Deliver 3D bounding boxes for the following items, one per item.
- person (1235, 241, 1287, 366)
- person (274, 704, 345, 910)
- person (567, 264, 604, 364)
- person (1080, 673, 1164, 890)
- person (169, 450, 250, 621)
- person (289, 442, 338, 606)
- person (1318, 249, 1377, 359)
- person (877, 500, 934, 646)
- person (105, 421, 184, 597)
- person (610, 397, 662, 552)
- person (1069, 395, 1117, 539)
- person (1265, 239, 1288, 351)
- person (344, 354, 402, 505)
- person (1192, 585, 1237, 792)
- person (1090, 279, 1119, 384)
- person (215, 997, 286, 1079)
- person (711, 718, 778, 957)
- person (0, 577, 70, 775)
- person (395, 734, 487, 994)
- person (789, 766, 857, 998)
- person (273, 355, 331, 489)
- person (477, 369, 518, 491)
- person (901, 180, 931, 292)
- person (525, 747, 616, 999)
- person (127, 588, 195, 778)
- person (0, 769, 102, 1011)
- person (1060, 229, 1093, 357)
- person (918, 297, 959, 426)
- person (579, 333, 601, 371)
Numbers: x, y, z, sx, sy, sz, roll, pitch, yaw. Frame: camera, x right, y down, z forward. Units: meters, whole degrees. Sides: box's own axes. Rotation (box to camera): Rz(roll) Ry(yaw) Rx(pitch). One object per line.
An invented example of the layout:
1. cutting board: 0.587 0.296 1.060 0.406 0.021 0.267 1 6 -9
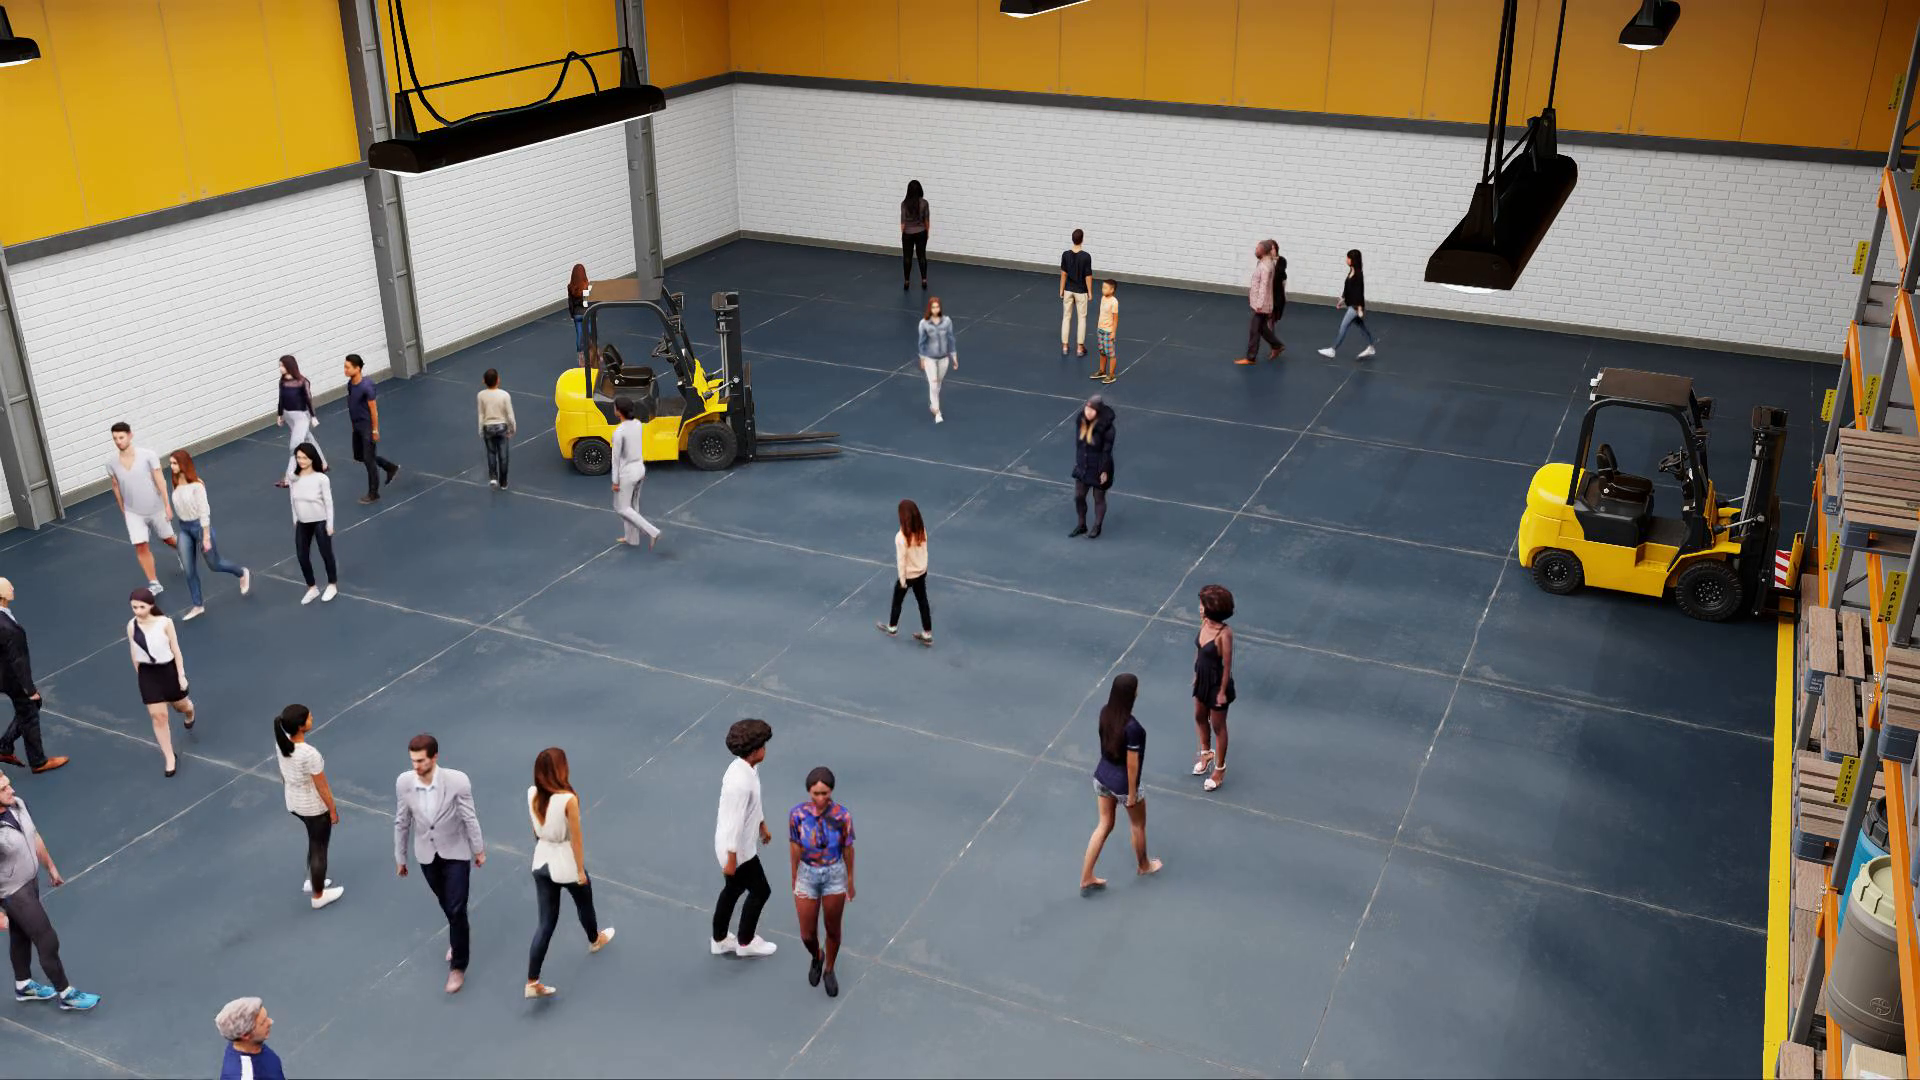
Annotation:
1. person: 4.447 -3.434 24.031 0.938 1.809 0.995 4 24 10
2. person: -4.745 1.944 11.945 0.623 1.635 0.628 16 28 32
3. person: -5.450 -3.276 24.075 0.628 1.484 0.626 1 24 3
4. person: 1.096 1.799 12.147 1.062 1.738 0.881 -17 29 -33
5. person: -7.505 -0.094 16.513 0.625 1.709 1.039 9 25 19
6. person: -6.477 -0.211 16.802 0.724 1.693 0.728 4 24 9
7. person: 5.839 -3.414 24.240 0.907 1.604 1.095 0 24 0
8. person: -0.411 0.334 15.851 0.775 1.456 0.842 20 31 38
9. person: -8.299 -0.375 17.018 1.139 1.820 1.295 -6 24 -13
10. person: -3.491 -0.689 17.864 0.687 1.718 0.817 11 26 23
11. person: 1.524 -0.766 18.242 0.734 1.555 0.758 16 29 33
12. person: 4.591 -3.644 24.670 0.814 1.681 0.888 -7 24 -15
13. person: -6.794 -1.315 19.223 0.768 1.777 0.946 18 29 35
14. person: 2.066 1.172 13.507 0.719 1.797 0.674 -12 26 -26
15. person: 2.075 -2.954 23.367 0.632 1.461 0.603 -14 27 -30
16. person: -3.765 3.204 8.840 1.193 1.813 1.091 -10 26 -22
17. person: -1.580 2.097 11.429 0.906 1.767 0.842 1 24 3
18. person: -7.802 1.144 13.576 0.842 1.794 0.895 22 32 40
19. person: -3.495 2.086 11.384 0.877 1.824 1.022 3 24 7
20. person: -0.927 2.240 11.146 0.712 1.731 0.750 -2 24 -4
21. person: -7.807 -1.418 19.736 0.674 1.554 1.075 13 27 27
22. person: -5.457 -1.268 19.515 0.657 1.456 0.673 -3 24 -7
23. person: -0.749 -5.082 27.763 0.745 1.838 0.776 -4 24 -9
24. person: -2.749 2.256 11.100 0.633 1.738 1.148 10 25 21
25. person: -6.603 1.118 13.841 0.900 1.629 1.033 -4 24 -10
26. person: -6.284 2.302 10.905 0.996 1.811 0.959 -2 24 -5
27. person: 1.707 -3.644 24.458 0.643 1.852 0.557 9 25 20
28. person: -0.329 -2.374 21.797 1.061 1.656 1.138 -8 25 -17
29. person: -4.767 -2.122 21.731 0.614 1.246 0.712 19 30 37
